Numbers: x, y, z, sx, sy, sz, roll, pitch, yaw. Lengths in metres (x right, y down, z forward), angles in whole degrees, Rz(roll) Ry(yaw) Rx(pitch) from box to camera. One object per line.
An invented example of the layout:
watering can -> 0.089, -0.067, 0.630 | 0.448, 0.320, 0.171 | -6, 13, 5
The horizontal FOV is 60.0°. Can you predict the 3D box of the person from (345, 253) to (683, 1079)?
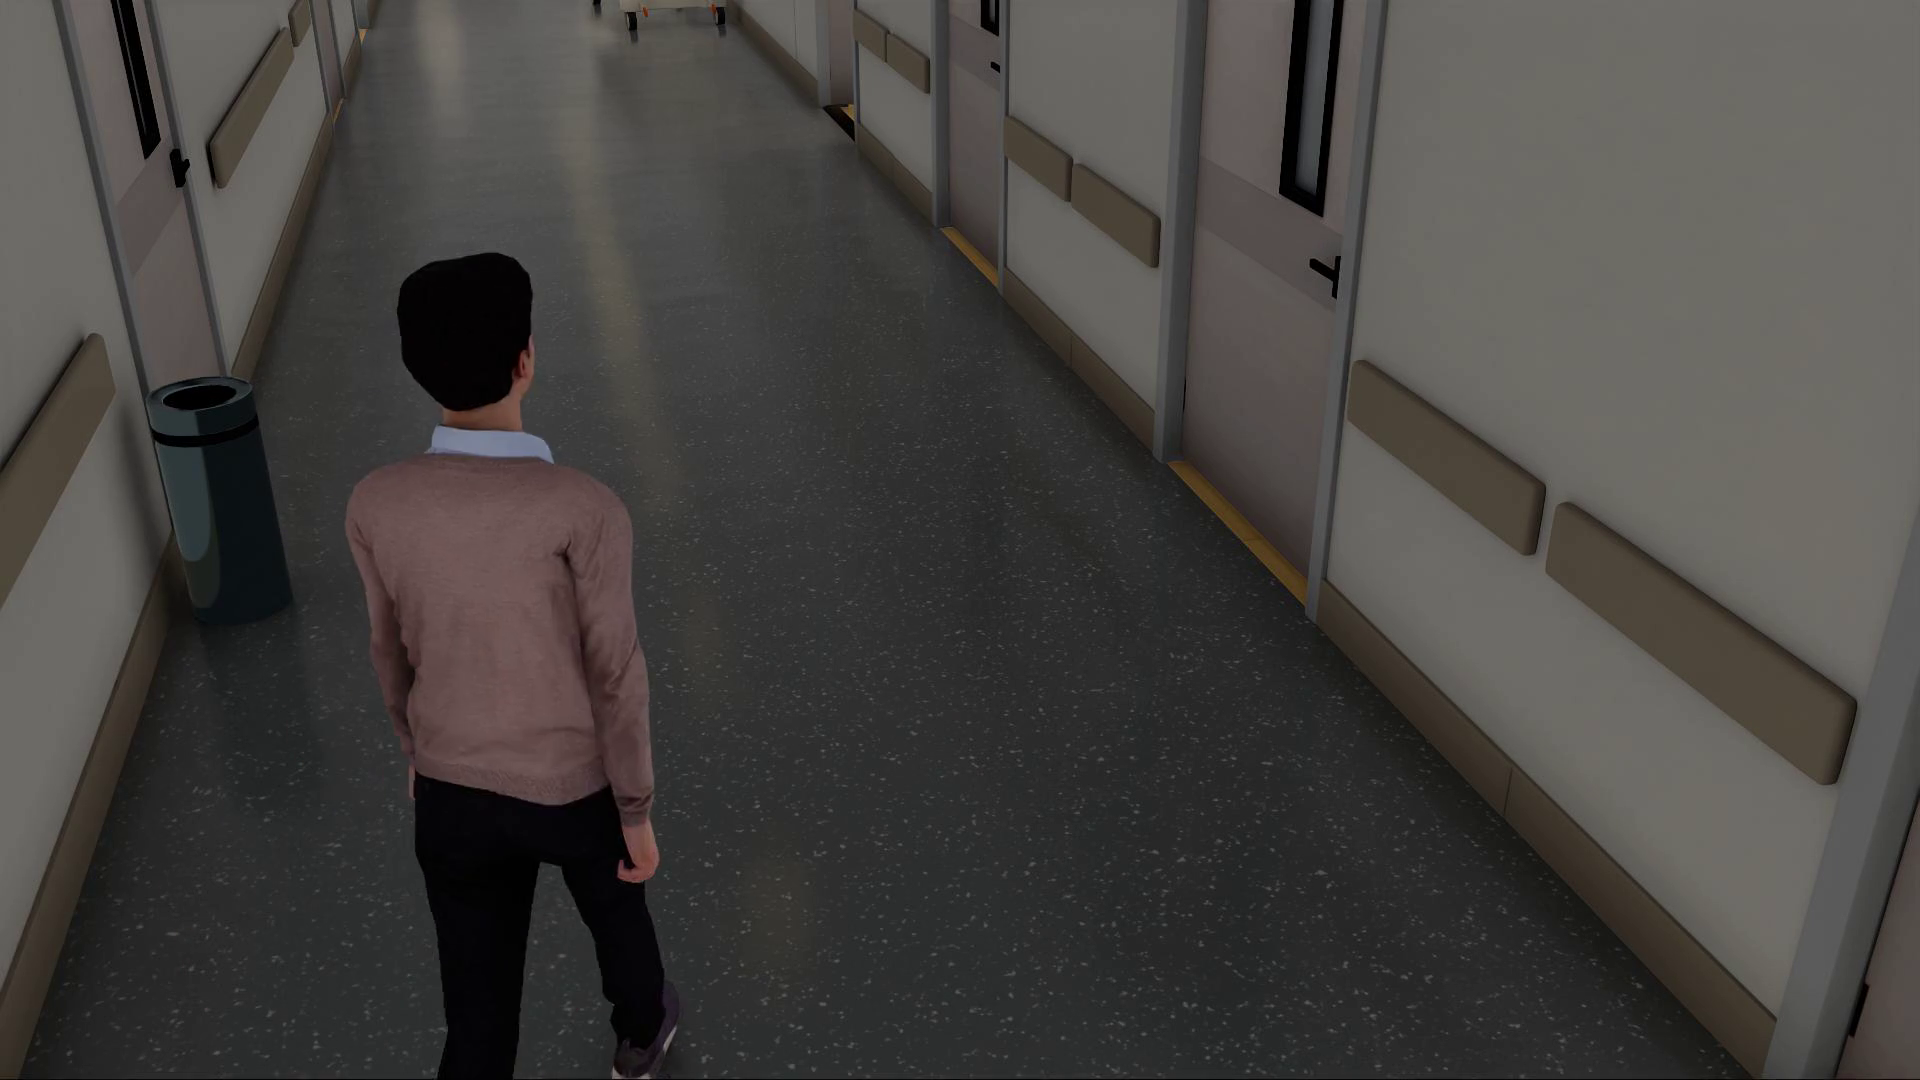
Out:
person -> -0.756, 0.469, 2.734 | 1.234, 1.765, 1.016 | 3, 26, 6
